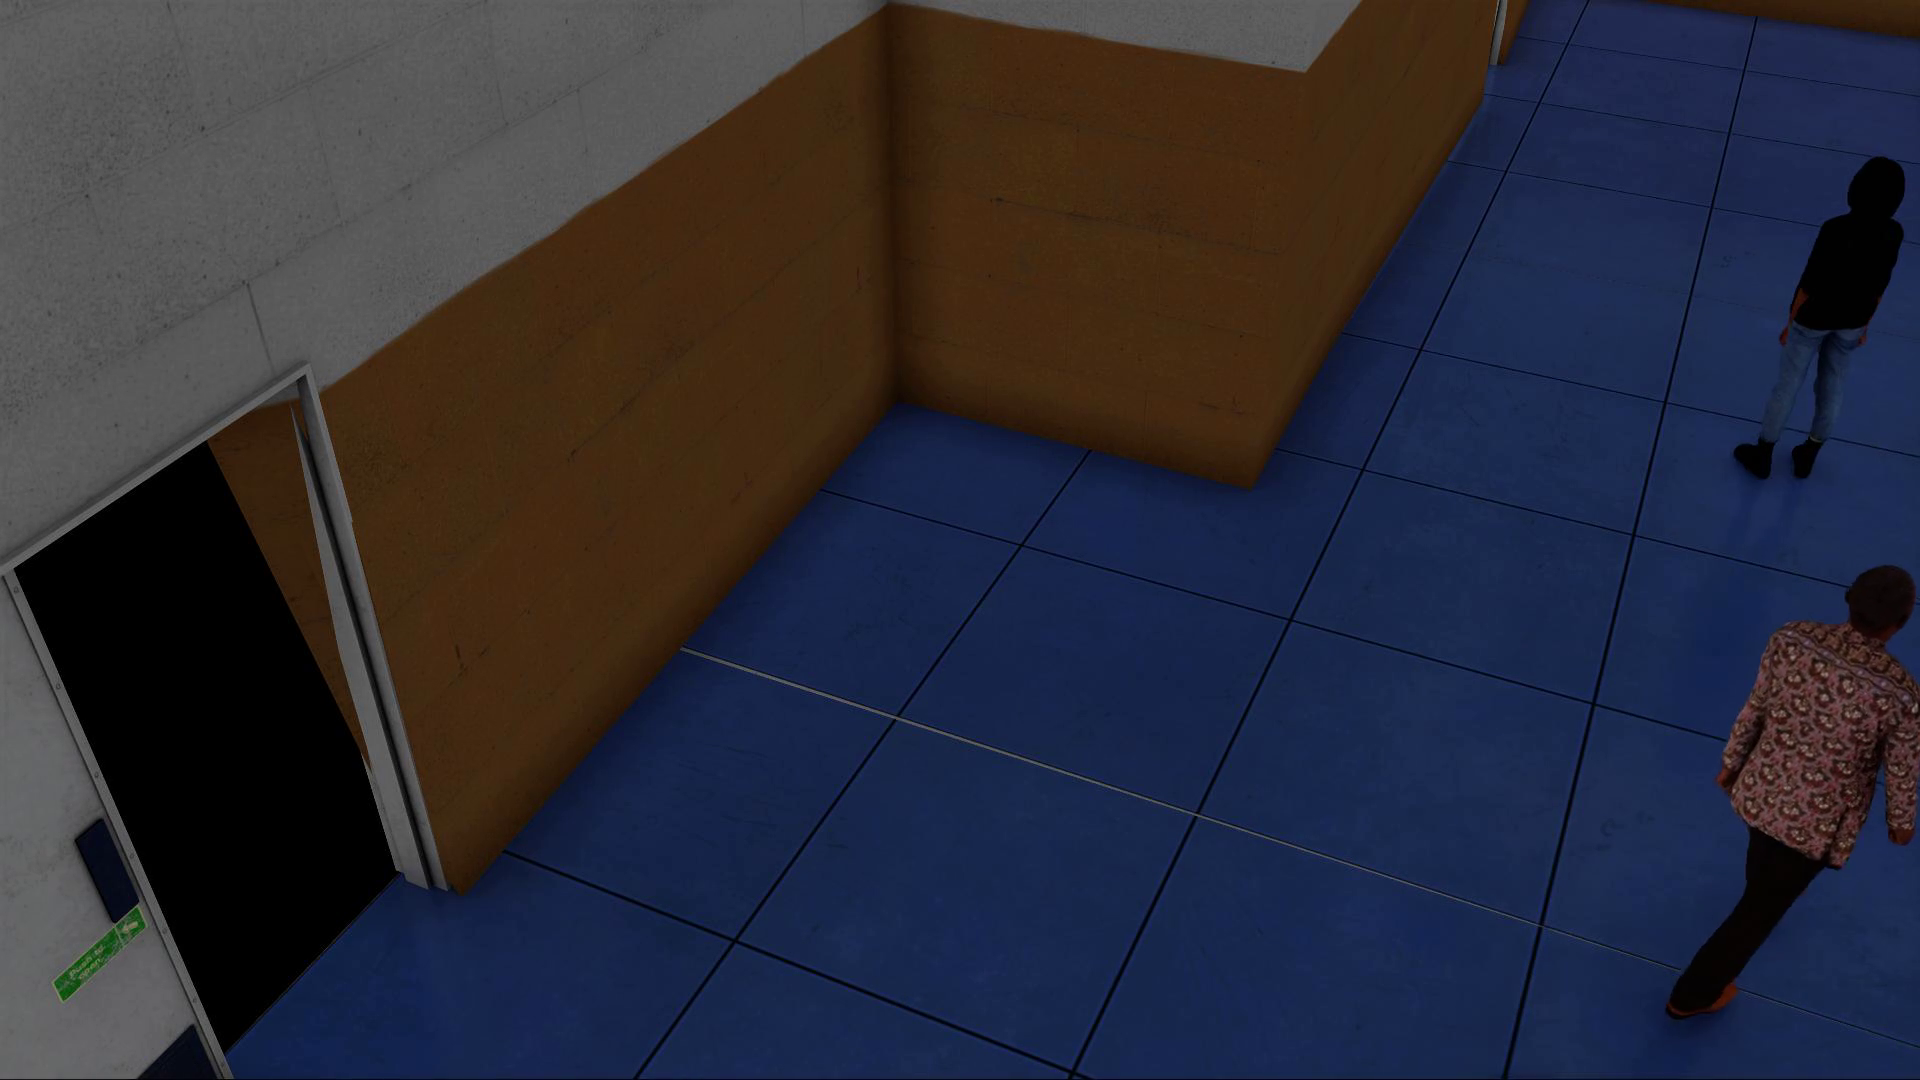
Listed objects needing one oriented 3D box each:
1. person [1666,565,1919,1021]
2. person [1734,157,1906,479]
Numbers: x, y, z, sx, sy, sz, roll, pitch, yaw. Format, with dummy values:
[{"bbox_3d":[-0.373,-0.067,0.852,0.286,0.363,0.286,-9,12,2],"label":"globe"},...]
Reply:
[{"bbox_3d":[2.677,0.893,5.399,1.165,1.762,1.200,-19,41,-24],"label":"person"},{"bbox_3d":[4.194,-1.045,8.031,0.584,1.702,0.695,2,37,3],"label":"person"}]
